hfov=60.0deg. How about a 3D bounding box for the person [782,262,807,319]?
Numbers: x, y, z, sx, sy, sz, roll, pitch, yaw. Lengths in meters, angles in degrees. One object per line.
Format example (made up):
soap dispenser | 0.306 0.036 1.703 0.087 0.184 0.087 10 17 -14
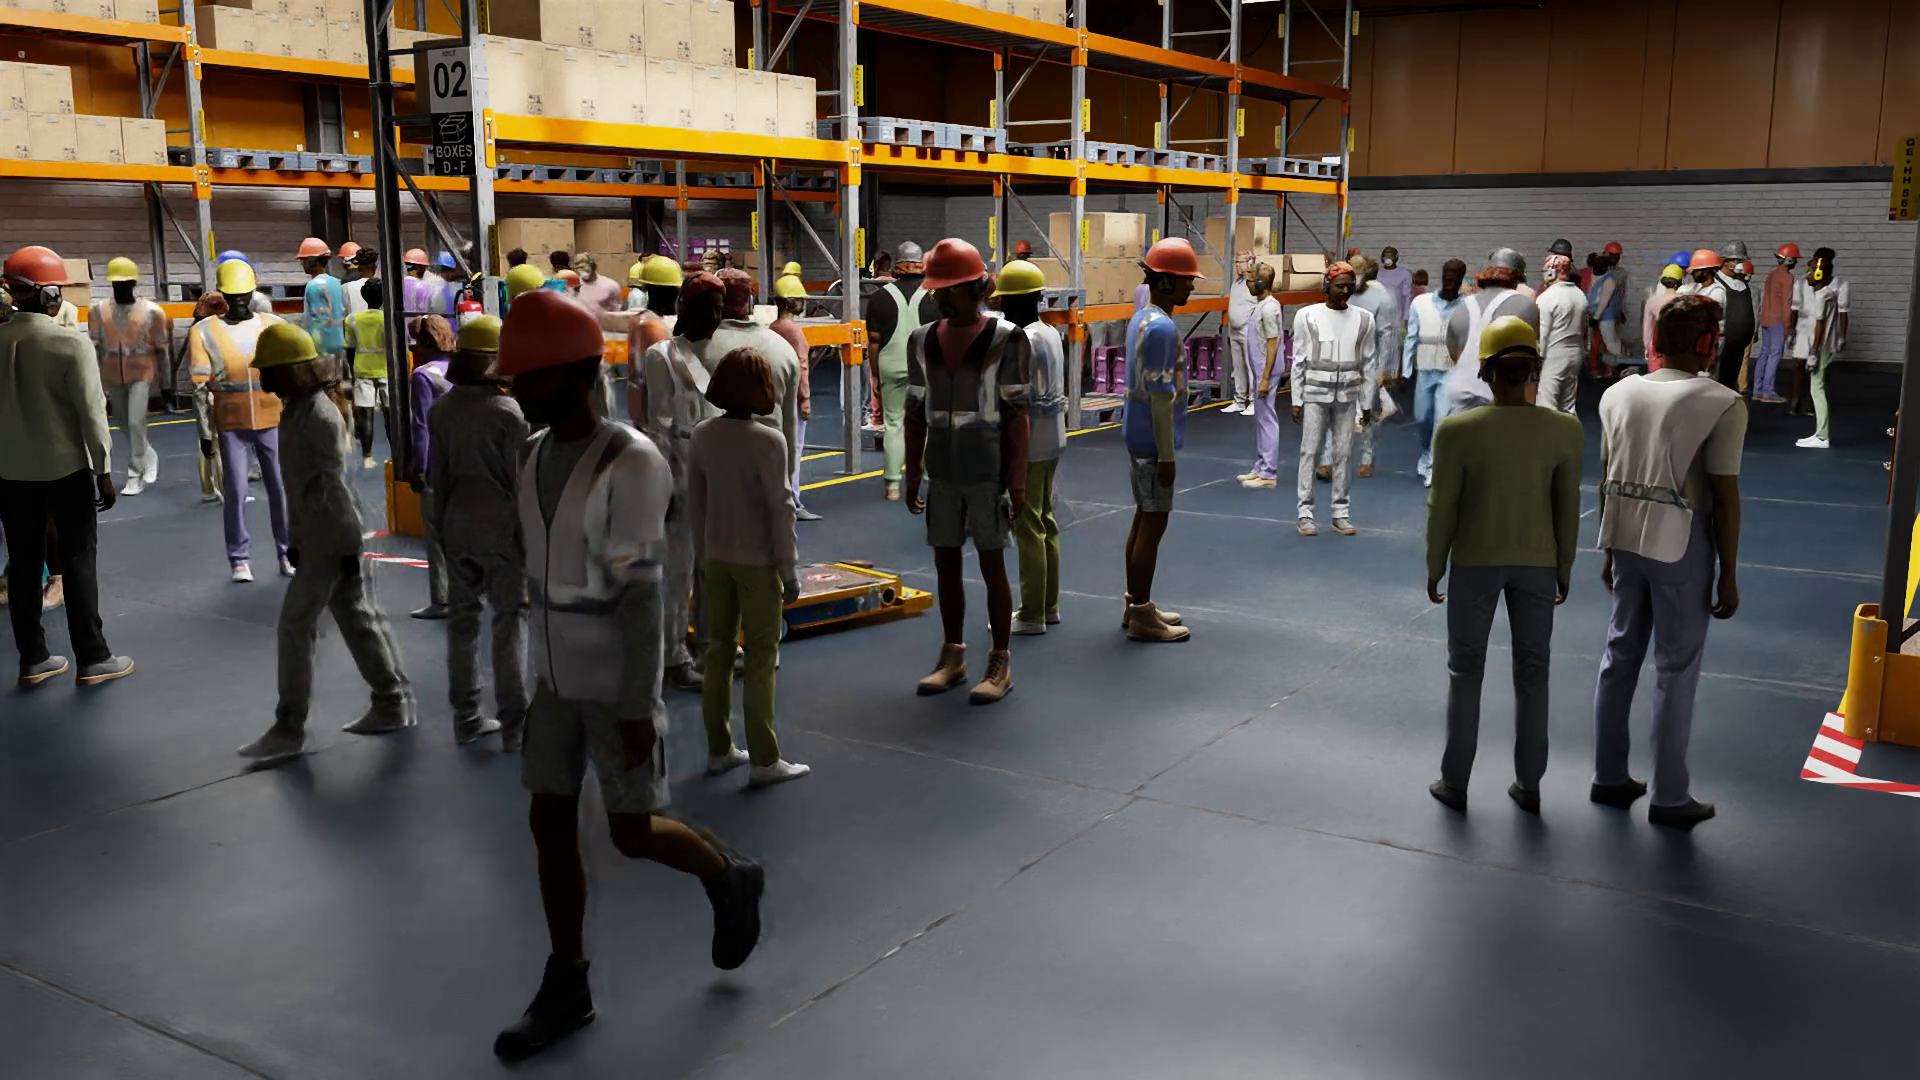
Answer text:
person | -2.146 -2.712 21.481 0.287 1.746 0.484 -6 12 -31

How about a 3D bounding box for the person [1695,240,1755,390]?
person | 7.814 -2.044 16.957 0.681 2.000 0.535 -6 12 -29

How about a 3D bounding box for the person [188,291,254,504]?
person | -5.719 -1.091 12.804 0.505 1.632 0.269 6 12 32

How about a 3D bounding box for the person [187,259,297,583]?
person | -4.222 -0.699 9.872 0.591 1.912 0.399 -7 12 -32

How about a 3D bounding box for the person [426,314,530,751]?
person | -1.871 -0.026 6.630 0.482 1.734 0.316 5 11 24

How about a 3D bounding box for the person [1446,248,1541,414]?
person | 3.674 -1.008 11.214 0.992 2.000 0.757 -9 13 -40

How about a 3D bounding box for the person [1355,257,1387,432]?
person | 4.258 -2.057 17.581 0.429 1.844 0.627 6 12 29

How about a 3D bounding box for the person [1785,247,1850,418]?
person | 9.698 -2.336 18.871 0.636 1.924 0.928 8 13 38

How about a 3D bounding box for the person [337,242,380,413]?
person | -7.100 -2.497 19.591 0.379 1.996 0.609 2 10 10

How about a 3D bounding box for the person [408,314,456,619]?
person | -2.784 -0.398 8.977 0.313 1.630 0.524 2 10 10

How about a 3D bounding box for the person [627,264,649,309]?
person | -3.773 -2.389 19.687 0.284 1.746 0.491 -4 11 -23

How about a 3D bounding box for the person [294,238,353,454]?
person | -5.960 -1.788 15.532 0.392 2.041 0.615 0 10 -2

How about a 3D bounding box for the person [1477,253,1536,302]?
person | 5.129 -1.731 15.597 0.405 1.904 0.653 -8 13 -38

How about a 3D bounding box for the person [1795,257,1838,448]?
person | 8.428 -1.832 16.323 0.351 1.856 0.531 6 12 30

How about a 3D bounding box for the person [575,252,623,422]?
person | -3.889 -2.087 17.599 0.639 1.894 0.878 0 10 -3

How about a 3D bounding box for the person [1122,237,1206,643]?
person | 1.027 -0.500 8.426 0.403 2.034 0.609 0 10 -3

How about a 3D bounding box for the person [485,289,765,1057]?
person | -0.866 0.315 4.252 0.540 1.912 0.737 8 13 37

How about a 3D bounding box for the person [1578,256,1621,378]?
person | 9.337 -3.247 24.357 0.951 1.790 0.619 -2 10 -8

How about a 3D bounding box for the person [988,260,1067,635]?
person | 0.340 -0.470 8.575 0.398 1.920 0.586 4 11 19

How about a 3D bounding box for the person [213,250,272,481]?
person | -6.036 -1.435 13.874 0.636 1.929 0.559 3 11 15

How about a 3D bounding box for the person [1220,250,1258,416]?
person | 3.298 -2.398 19.289 0.402 1.906 0.652 -5 11 -26

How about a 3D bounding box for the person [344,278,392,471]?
person | -5.104 -1.446 14.597 0.542 1.695 0.316 0 10 1

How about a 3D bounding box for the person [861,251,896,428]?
person | -0.794 -2.099 17.642 0.602 1.906 0.411 -9 14 -41

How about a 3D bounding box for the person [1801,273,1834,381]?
person | 12.313 -3.209 23.952 0.387 1.846 0.566 -4 11 -19

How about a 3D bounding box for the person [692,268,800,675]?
person | -1.053 -0.306 7.742 0.652 1.896 0.402 -9 13 -40

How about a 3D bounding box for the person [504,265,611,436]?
person | -2.465 -0.739 10.206 0.682 1.876 0.369 -6 12 -29

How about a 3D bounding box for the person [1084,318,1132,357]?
person | 1.929 -2.992 22.207 0.767 2.000 0.545 -1 10 -3

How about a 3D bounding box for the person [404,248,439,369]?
person | -6.160 -2.370 19.068 0.627 1.933 0.376 8 13 37

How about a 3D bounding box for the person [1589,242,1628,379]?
person | 9.504 -3.364 24.392 0.612 1.997 0.376 -3 11 -17

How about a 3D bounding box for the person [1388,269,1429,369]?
person | 7.004 -3.444 26.006 0.783 1.578 0.482 -5 11 -27

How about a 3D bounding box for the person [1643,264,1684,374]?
person | 7.456 -2.009 17.517 0.305 1.772 0.522 -10 14 -44
